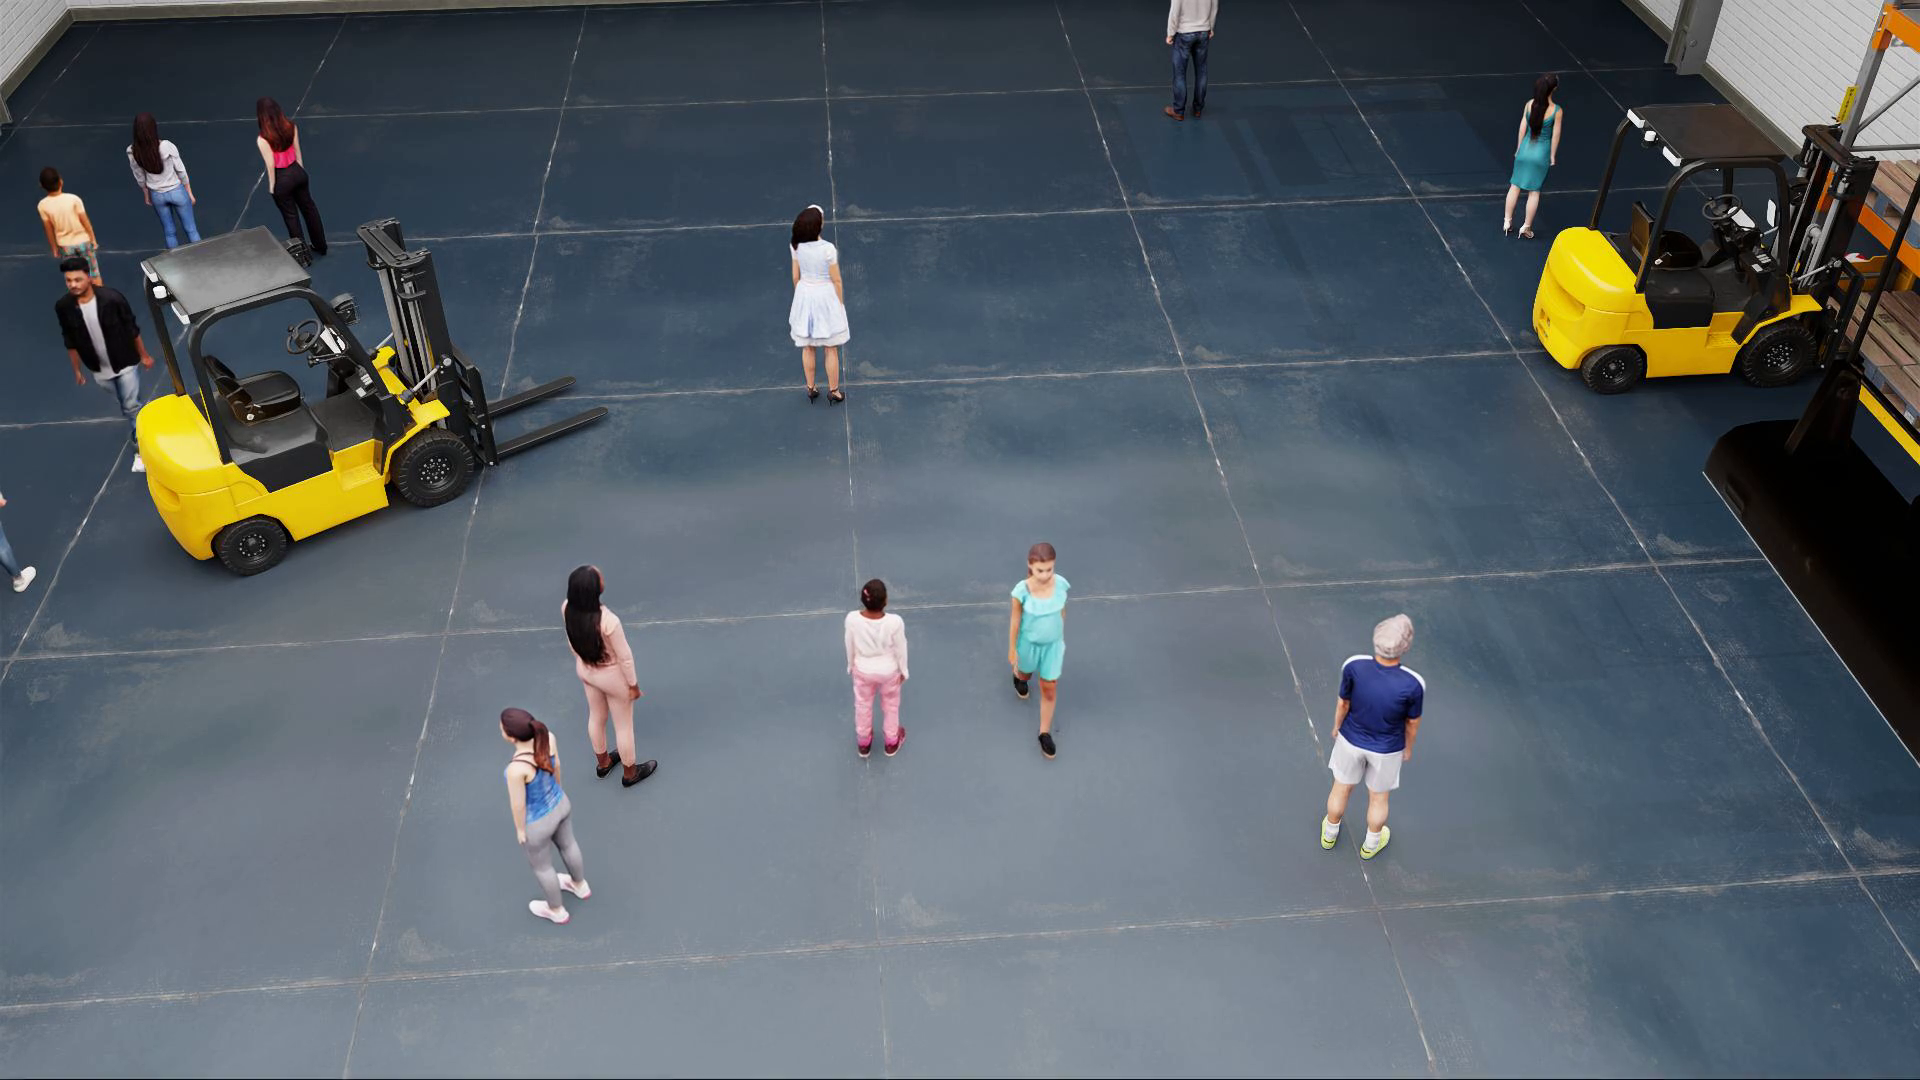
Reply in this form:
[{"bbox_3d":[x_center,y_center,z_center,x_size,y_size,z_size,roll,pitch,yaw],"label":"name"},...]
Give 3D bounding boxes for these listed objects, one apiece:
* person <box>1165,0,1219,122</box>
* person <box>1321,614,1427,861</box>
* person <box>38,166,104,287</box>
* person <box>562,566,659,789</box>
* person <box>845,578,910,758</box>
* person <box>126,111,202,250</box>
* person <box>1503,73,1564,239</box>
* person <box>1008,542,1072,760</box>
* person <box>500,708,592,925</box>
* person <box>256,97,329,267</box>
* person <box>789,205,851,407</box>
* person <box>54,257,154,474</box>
[{"bbox_3d":[2.533,-5.539,18.164,0.776,1.910,0.701,-11,40,-13],"label":"person"},{"bbox_3d":[2.433,1.170,9.821,0.720,1.839,0.719,15,41,18],"label":"person"},{"bbox_3d":[-7.926,-2.626,14.887,0.684,1.447,0.880,-15,41,-18],"label":"person"},{"bbox_3d":[-2.205,0.847,10.319,0.700,1.721,0.726,20,43,24],"label":"person"},{"bbox_3d":[-0.542,0.811,10.584,0.598,1.447,0.572,4,39,5],"label":"person"},{"bbox_3d":[-7.353,-3.197,15.453,0.618,1.633,0.533,-7,39,-8],"label":"person"},{"bbox_3d":[5.536,-3.705,16.046,0.616,1.687,0.668,26,45,28],"label":"person"},{"bbox_3d":[0.488,0.615,10.759,0.645,1.534,1.058,-8,39,-9],"label":"person"},{"bbox_3d":[-2.387,1.560,9.518,0.709,1.607,0.616,17,42,20],"label":"person"},{"bbox_3d":[-6.335,-3.388,15.670,0.720,1.660,0.616,18,42,21],"label":"person"},{"bbox_3d":[-1.166,-1.915,13.700,0.813,1.818,0.850,11,40,13],"label":"person"},{"bbox_3d":[-6.702,-1.493,13.196,0.703,1.788,0.987,-2,39,-3],"label":"person"}]
